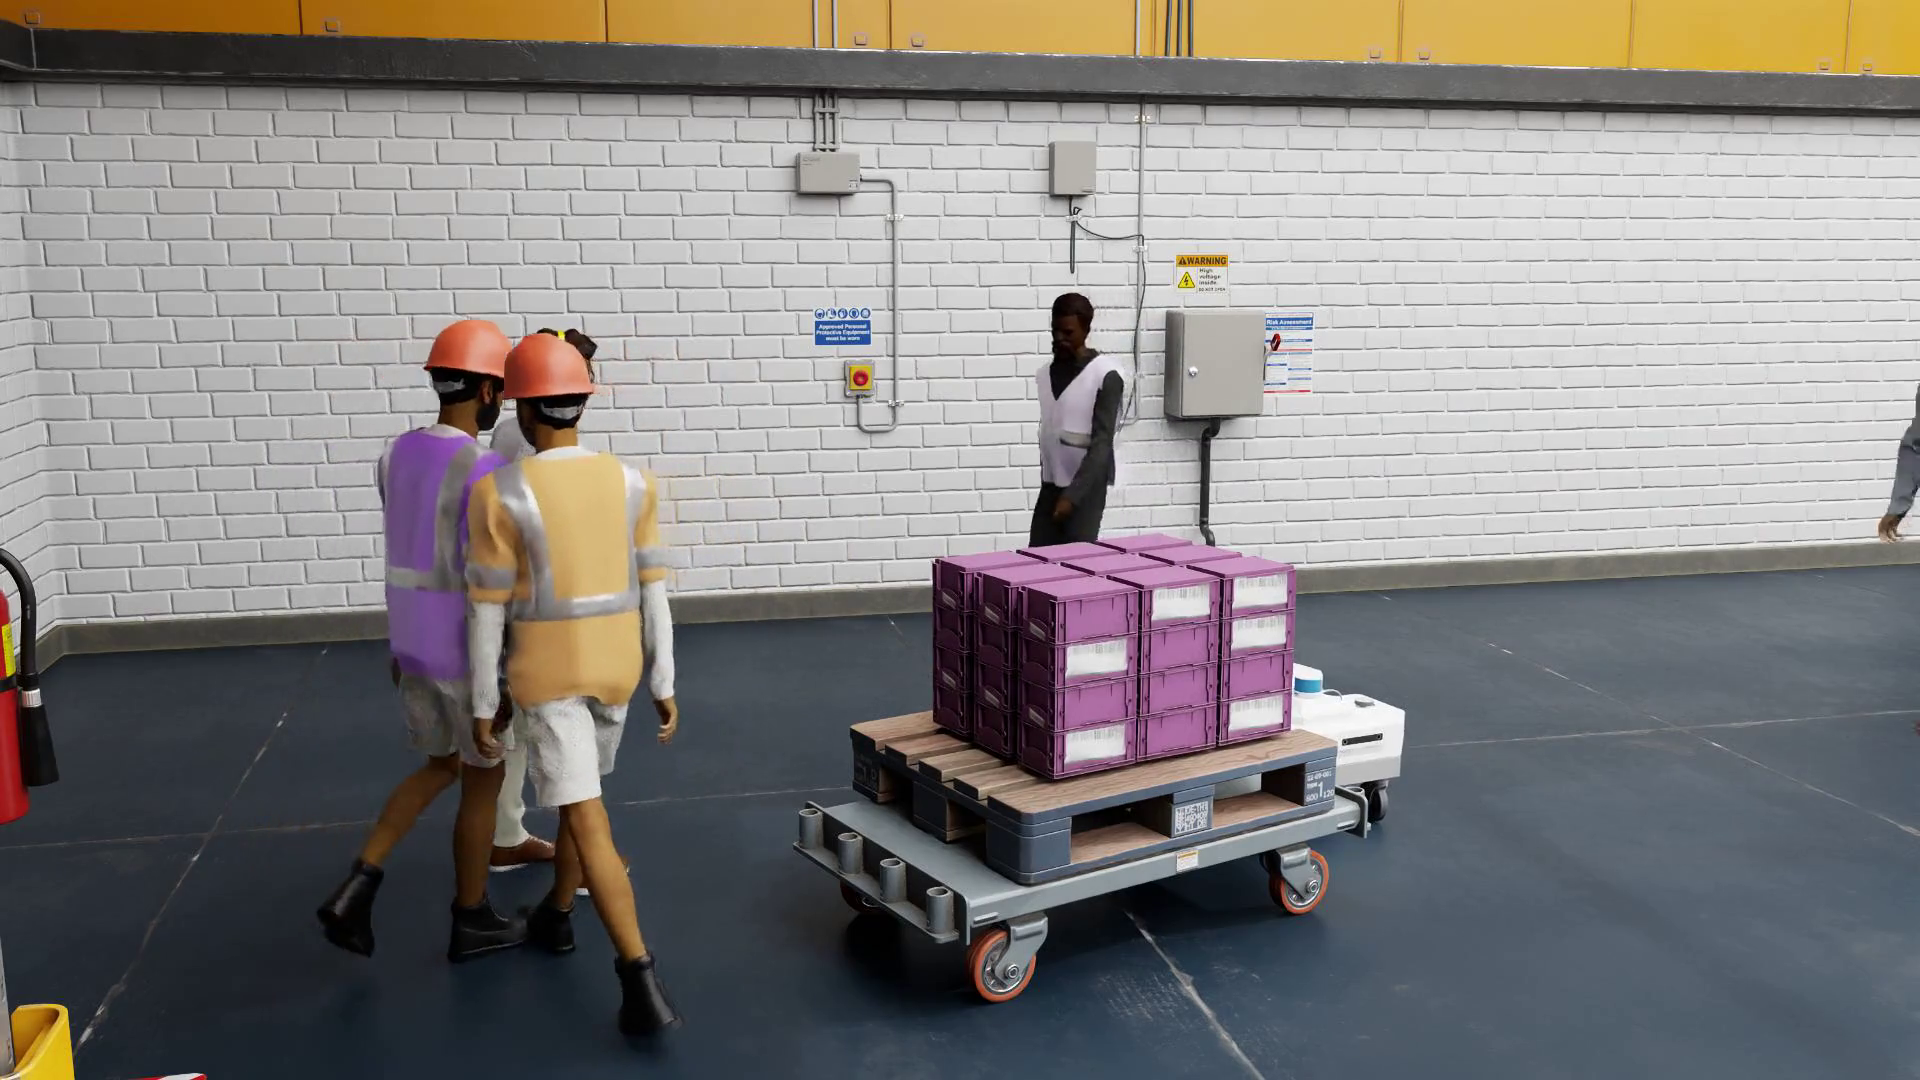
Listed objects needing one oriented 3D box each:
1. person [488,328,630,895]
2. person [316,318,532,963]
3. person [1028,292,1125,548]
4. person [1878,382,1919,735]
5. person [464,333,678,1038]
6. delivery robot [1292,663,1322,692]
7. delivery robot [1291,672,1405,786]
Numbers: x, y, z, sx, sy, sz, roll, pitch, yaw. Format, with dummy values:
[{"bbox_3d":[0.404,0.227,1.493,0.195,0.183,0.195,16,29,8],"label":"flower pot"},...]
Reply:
[{"bbox_3d":[-1.359,0.231,5.477,0.389,1.851,0.608,-10,14,-43],"label":"person"},{"bbox_3d":[-1.512,0.324,4.797,0.583,1.905,0.646,8,13,38],"label":"person"},{"bbox_3d":[0.555,-0.233,7.943,0.642,1.888,0.606,-8,13,-37],"label":"person"},{"bbox_3d":[4.296,-0.099,7.139,0.737,1.914,0.640,-2,10,-13],"label":"person"},{"bbox_3d":[-1.048,0.377,4.593,0.556,1.887,1.027,-9,13,-39],"label":"person"},{"bbox_3d":[1.086,0.635,6.569,0.707,0.478,0.477,-6,12,-32],"label":"delivery robot"},{"bbox_3d":[1.264,0.726,6.064,0.707,0.478,0.477,-5,11,-24],"label":"delivery robot"}]
